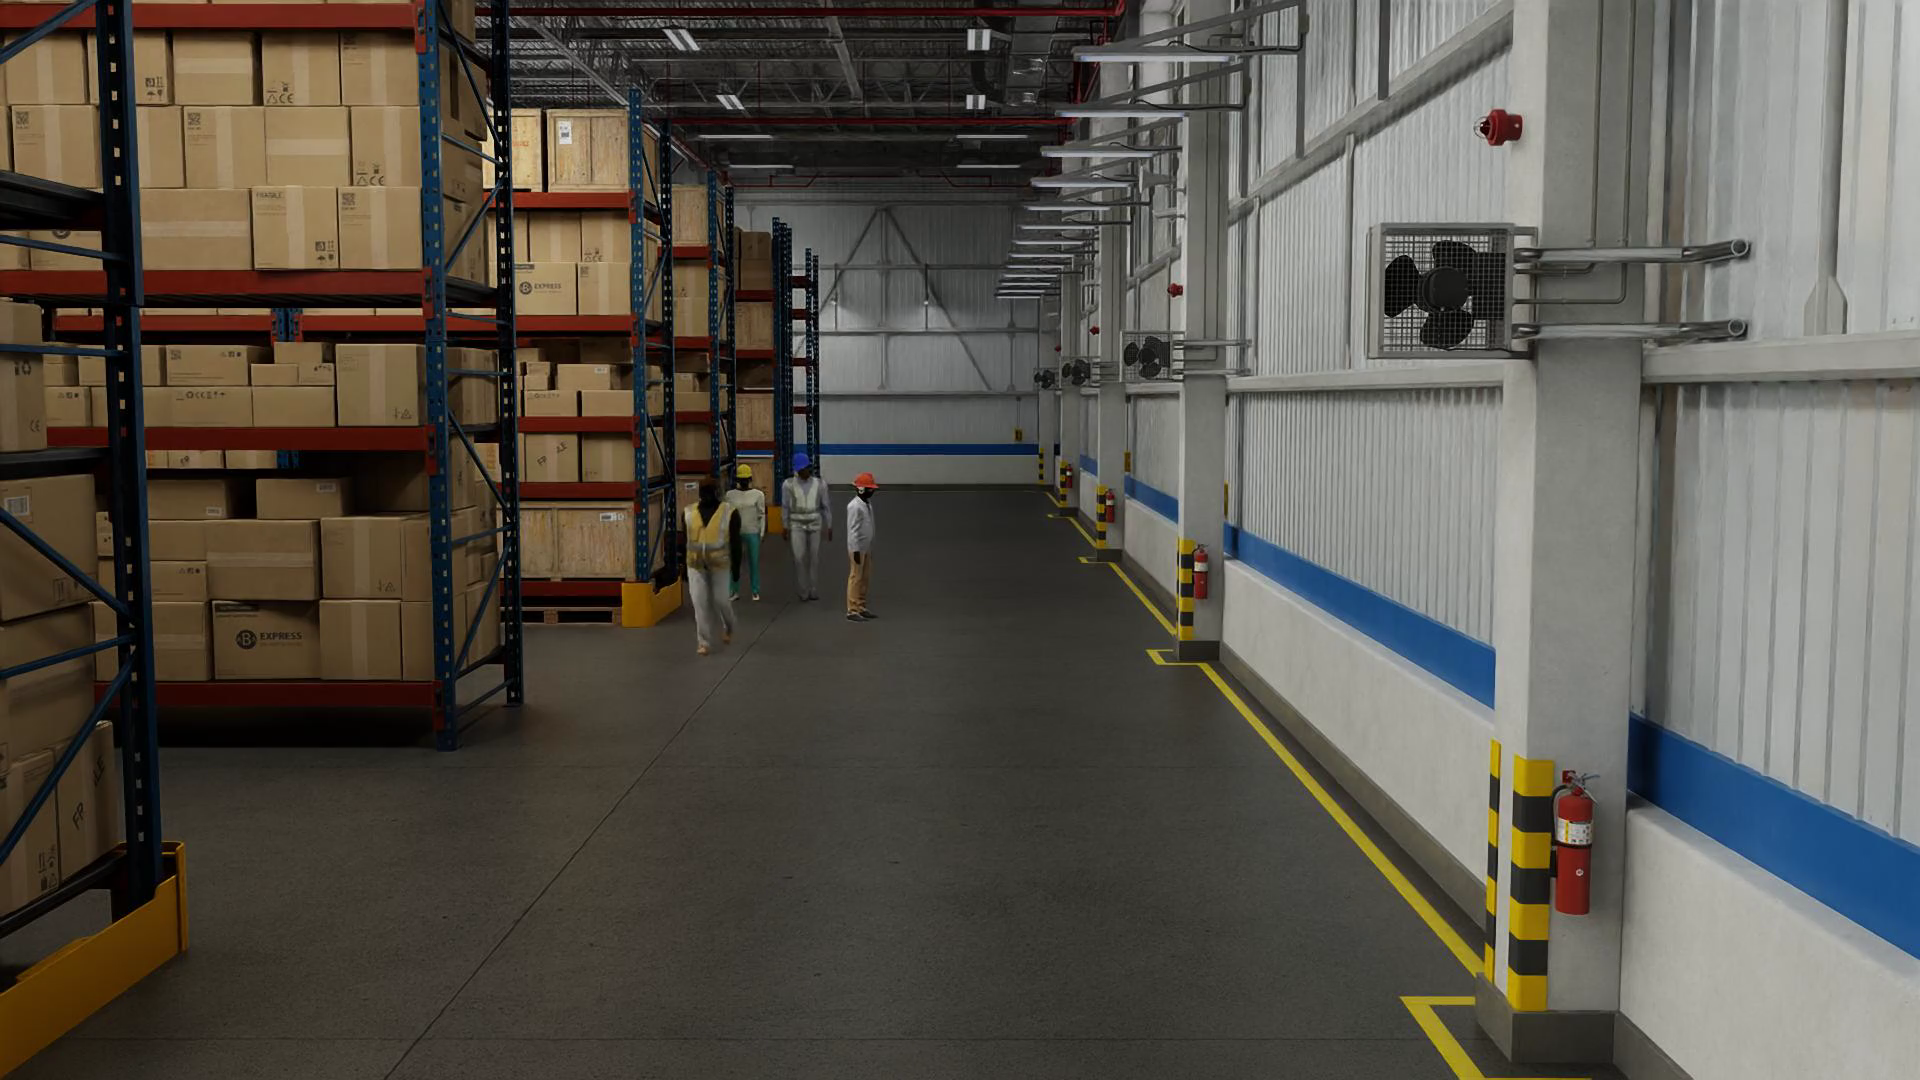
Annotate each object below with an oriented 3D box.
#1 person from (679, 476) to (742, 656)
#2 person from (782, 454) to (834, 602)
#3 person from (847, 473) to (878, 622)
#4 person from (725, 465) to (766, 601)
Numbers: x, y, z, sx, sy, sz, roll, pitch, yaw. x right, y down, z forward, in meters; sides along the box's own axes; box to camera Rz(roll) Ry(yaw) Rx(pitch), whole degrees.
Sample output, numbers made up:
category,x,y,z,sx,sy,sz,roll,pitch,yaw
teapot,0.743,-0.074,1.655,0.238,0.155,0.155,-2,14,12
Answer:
category,x,y,z,sx,sy,sz,roll,pitch,yaw
person,-2.550,0.255,17.028,0.631,1.826,0.604,1,5,6
person,-1.937,-0.147,21.214,0.642,1.896,0.786,-1,5,-11
person,-1.129,0.082,19.515,0.352,1.742,0.567,2,5,19
person,-2.763,-0.085,21.332,0.535,1.766,0.321,0,5,0
